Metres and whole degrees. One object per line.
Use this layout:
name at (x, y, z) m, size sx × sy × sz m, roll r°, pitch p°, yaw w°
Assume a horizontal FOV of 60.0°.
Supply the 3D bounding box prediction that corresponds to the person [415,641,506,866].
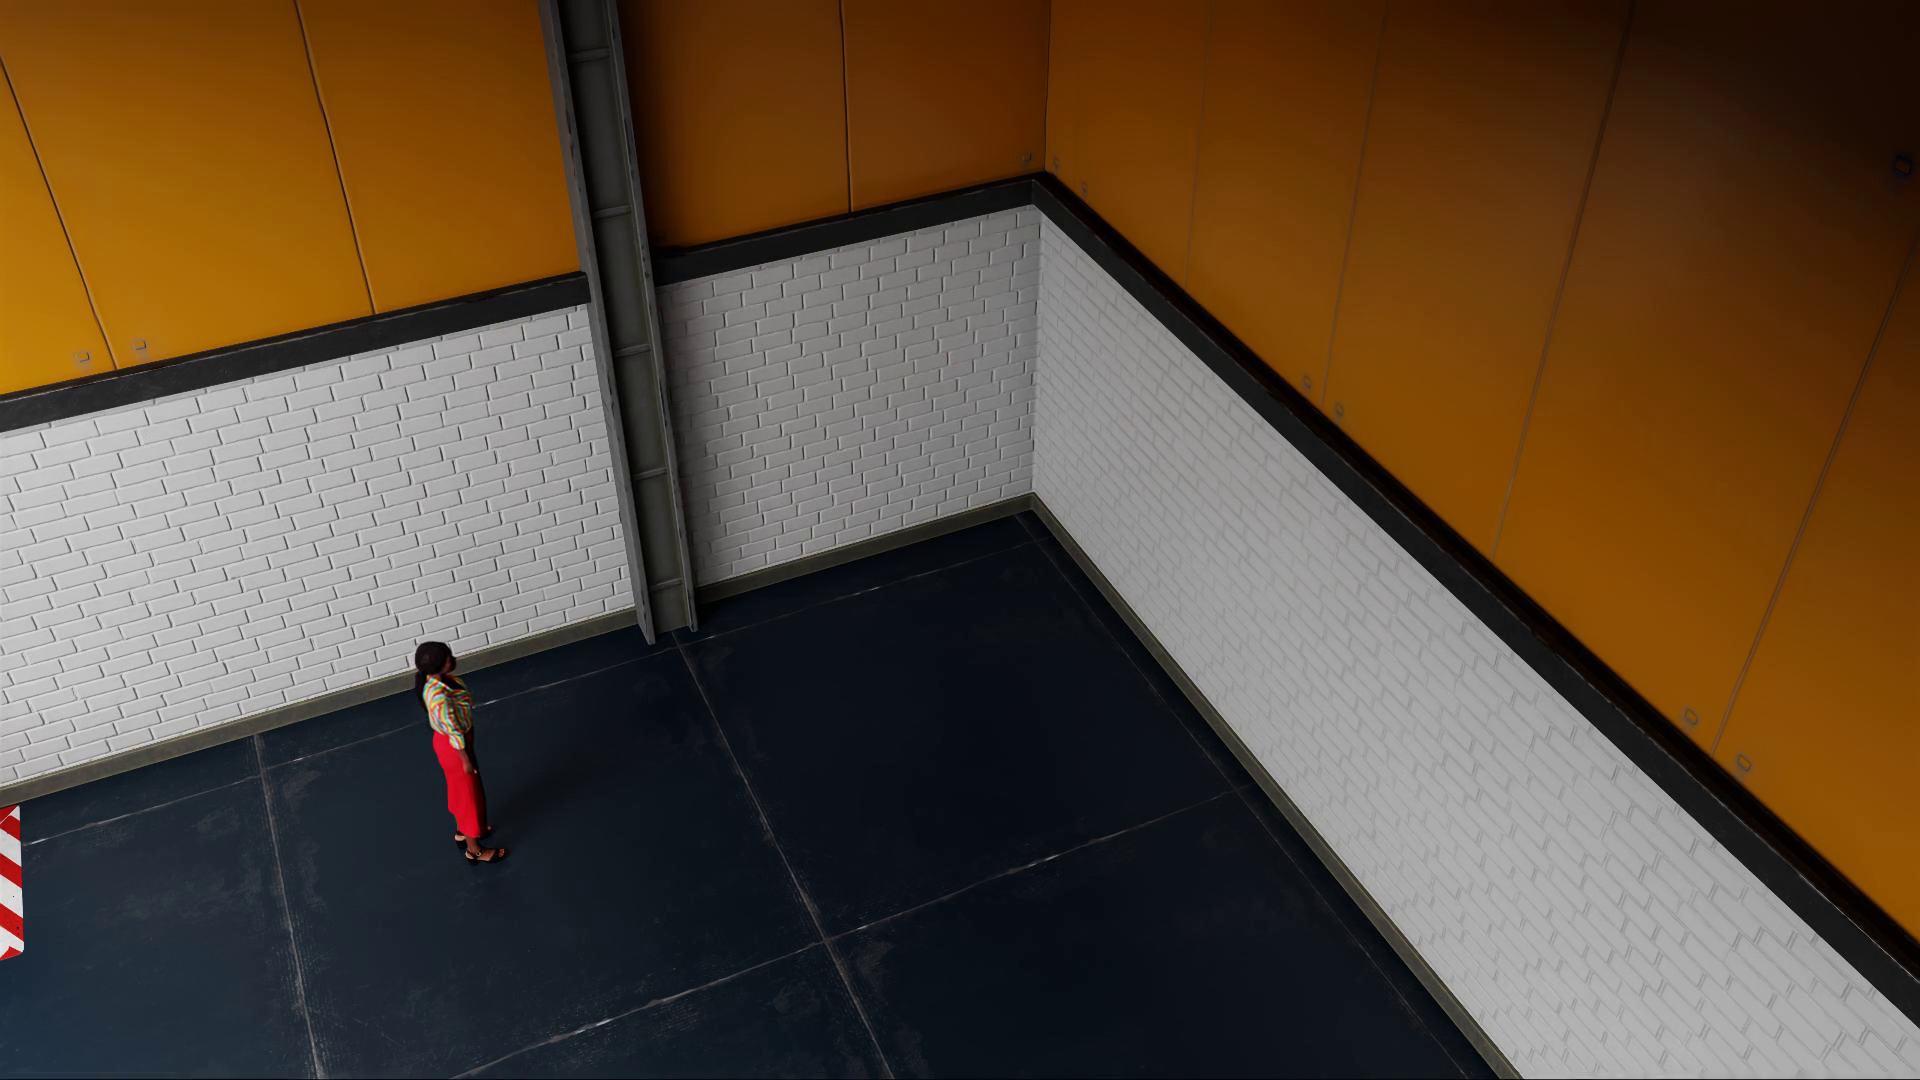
person at (-3.146, 1.320, 10.376) m, size 0.561 × 1.792 × 0.619 m, roll -21°, pitch 43°, yaw -24°
